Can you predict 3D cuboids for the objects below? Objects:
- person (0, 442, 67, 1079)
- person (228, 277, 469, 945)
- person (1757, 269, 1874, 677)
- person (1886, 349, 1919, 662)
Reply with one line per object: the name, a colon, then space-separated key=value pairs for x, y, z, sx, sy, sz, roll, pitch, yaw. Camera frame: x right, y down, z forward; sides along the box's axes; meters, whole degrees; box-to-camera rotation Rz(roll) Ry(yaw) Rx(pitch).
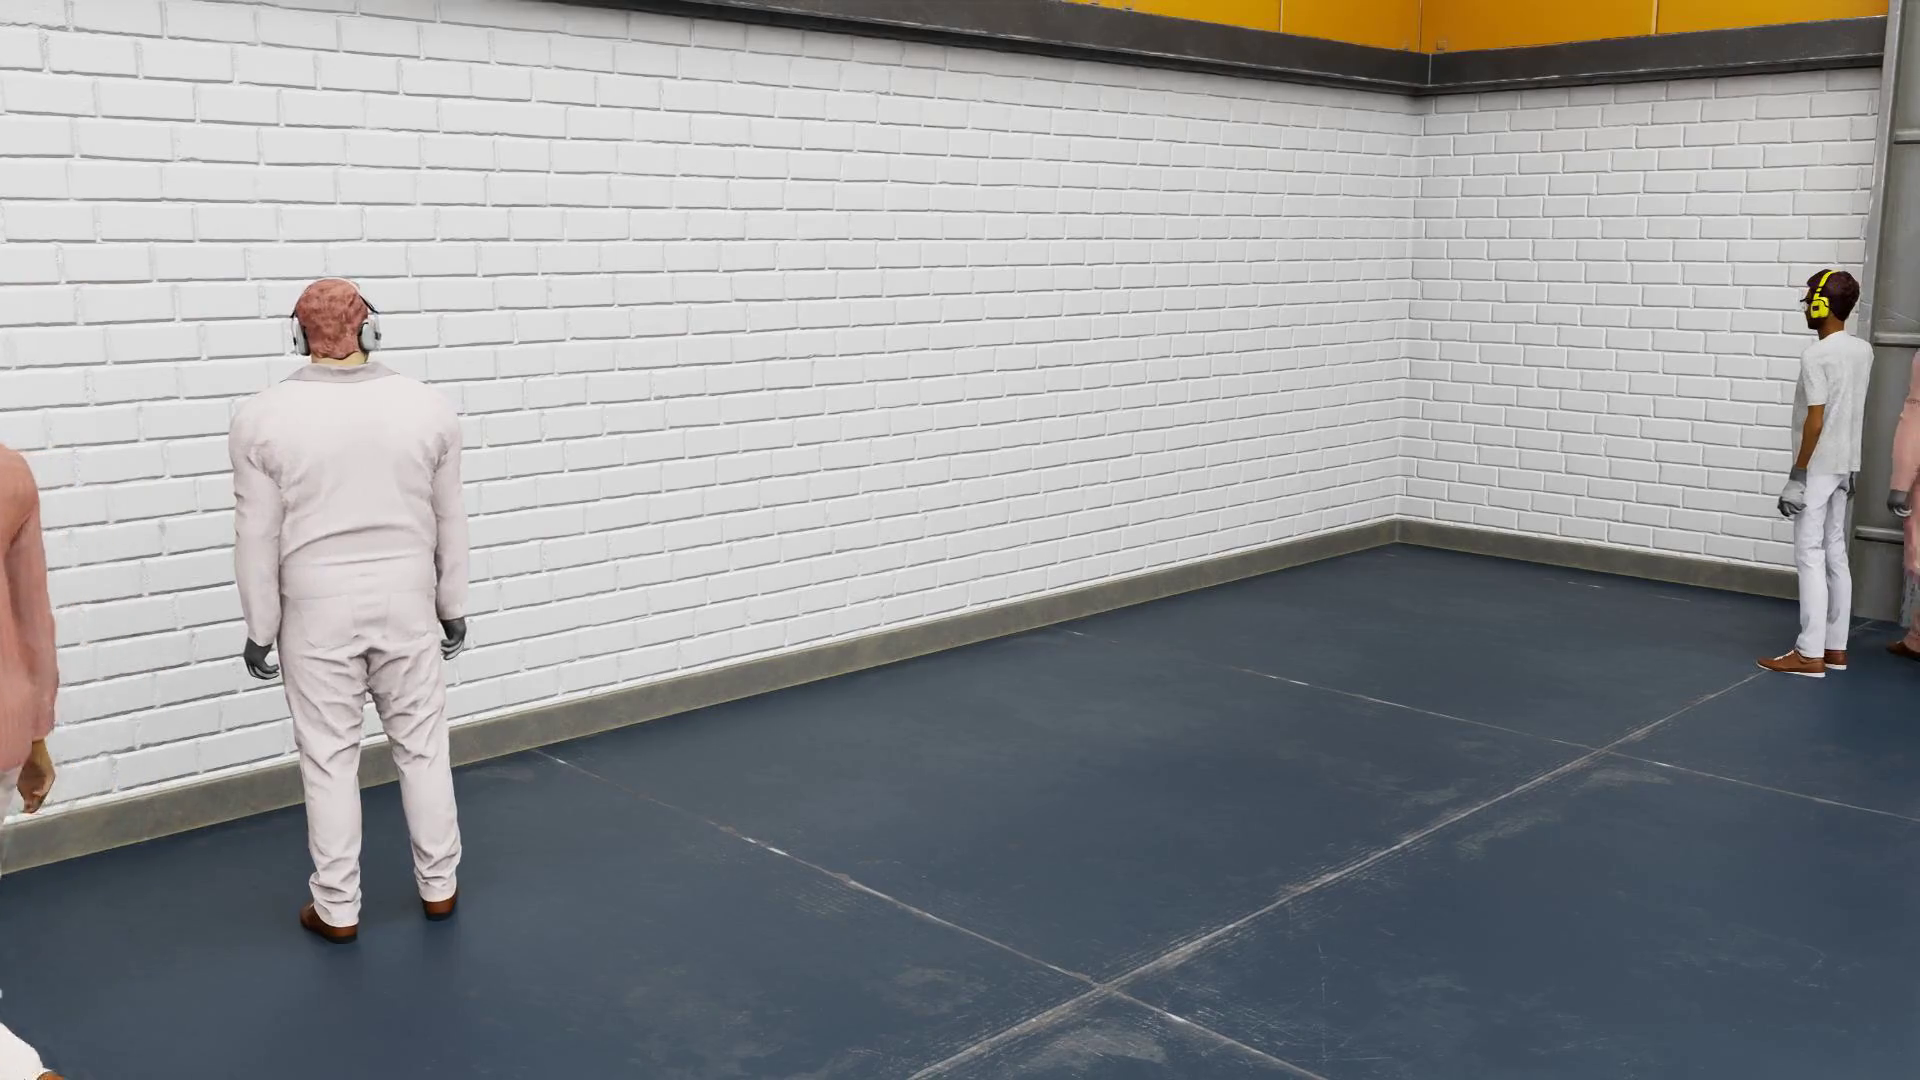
person: x=-2.050 y=0.439 z=3.372 sx=0.716 sy=1.962 sz=0.645 roll=4 pitch=11 yaw=19
person: x=-1.748 y=0.203 z=4.812 sx=0.645 sy=1.905 sz=0.400 roll=-6 pitch=12 yaw=-31
person: x=3.962 y=-0.302 z=7.662 sx=0.535 sy=1.868 sz=0.309 roll=-7 pitch=13 yaw=-35
person: x=4.552 y=-0.292 z=7.577 sx=0.662 sy=1.883 sz=0.828 roll=-2 pitch=11 yaw=-11
